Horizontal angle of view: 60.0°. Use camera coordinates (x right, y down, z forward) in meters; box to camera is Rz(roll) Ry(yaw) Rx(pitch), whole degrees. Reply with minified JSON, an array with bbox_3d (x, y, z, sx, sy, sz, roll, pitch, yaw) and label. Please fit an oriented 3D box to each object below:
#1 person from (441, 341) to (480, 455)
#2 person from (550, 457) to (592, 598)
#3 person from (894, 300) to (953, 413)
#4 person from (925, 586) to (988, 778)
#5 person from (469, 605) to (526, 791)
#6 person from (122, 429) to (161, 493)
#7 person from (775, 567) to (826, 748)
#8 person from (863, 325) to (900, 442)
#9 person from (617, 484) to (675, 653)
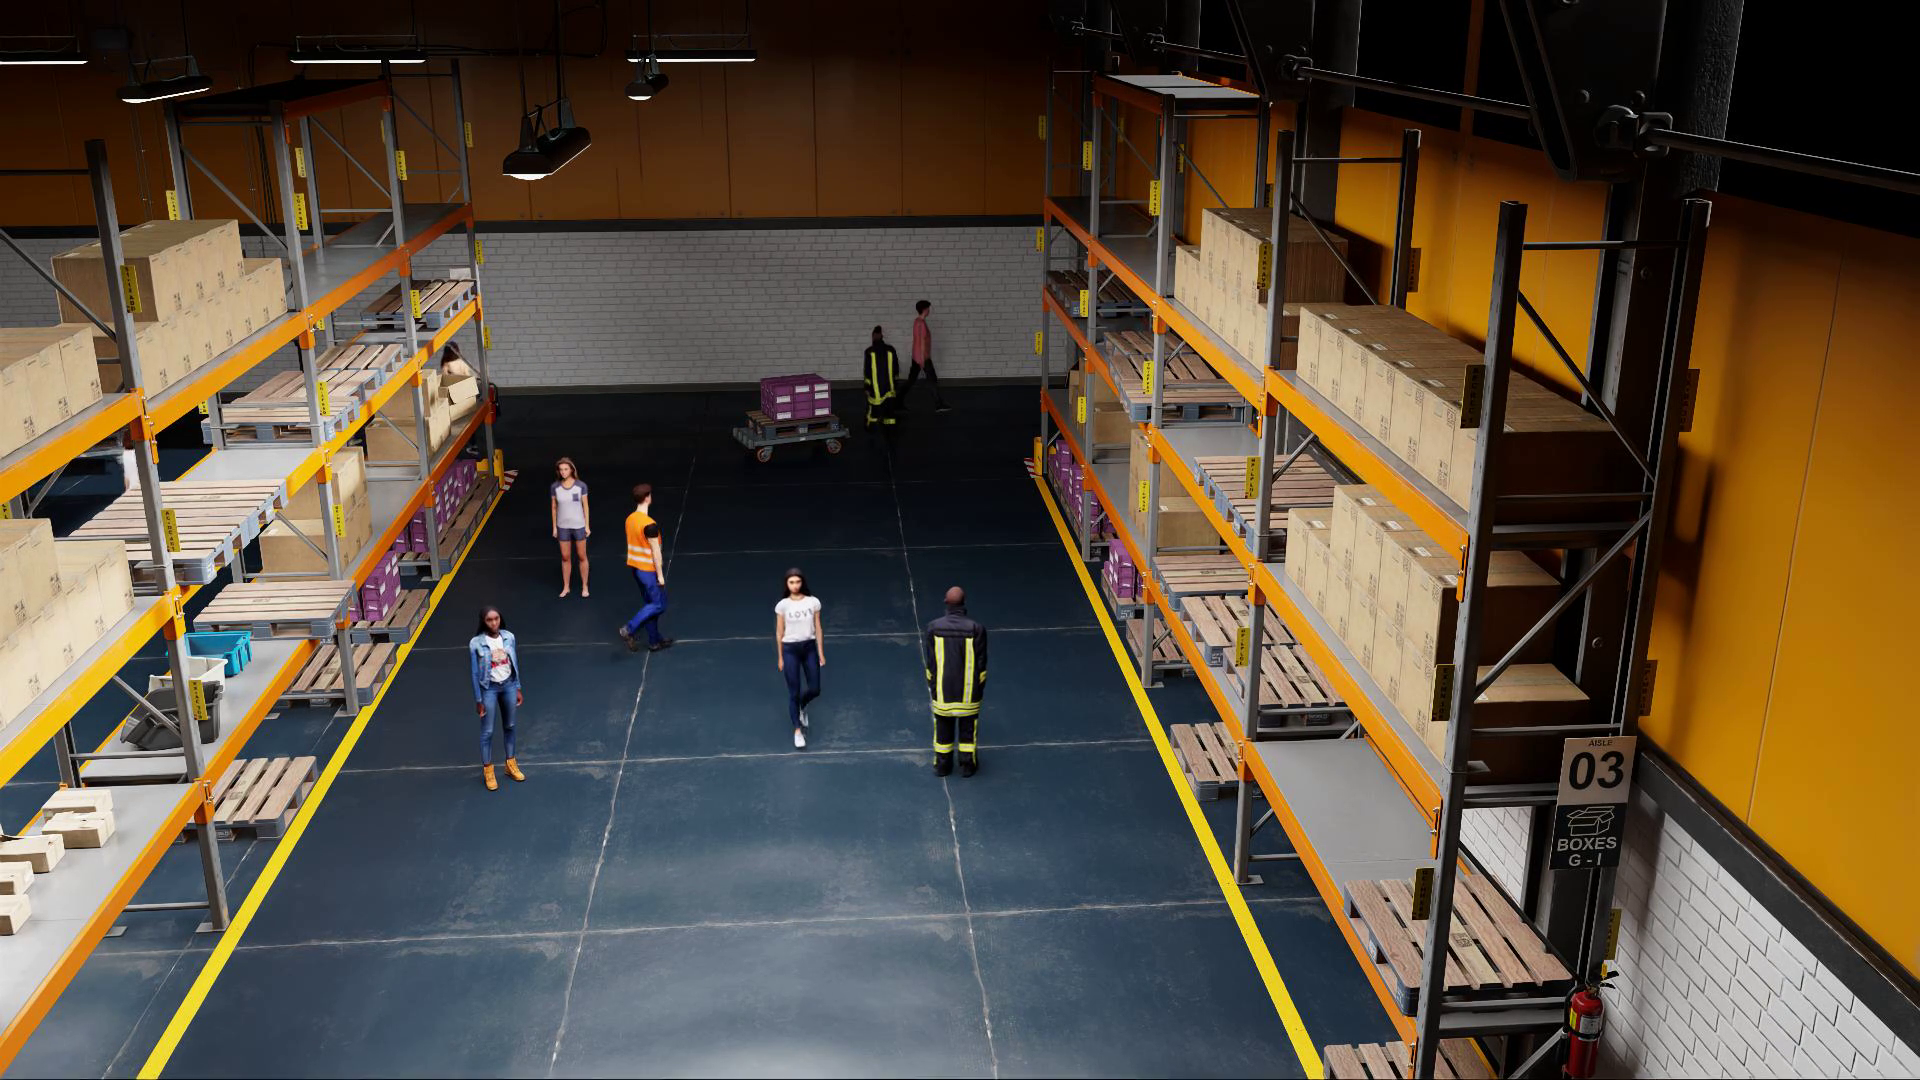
[{"bbox_3d":[-7.690,-2.149,25.639,1.185,1.711,1.145,14,23,36],"label":"person"},{"bbox_3d":[-4.599,-0.161,19.705,0.604,1.730,0.539,-1,19,-2],"label":"person"},{"bbox_3d":[-0.751,-3.032,27.956,0.989,1.905,1.265,-8,20,-22],"label":"person"},{"bbox_3d":[-0.027,1.286,15.262,0.794,1.822,0.752,3,19,9],"label":"person"},{"bbox_3d":[-4.209,1.397,15.105,0.678,1.712,0.693,-14,23,-36],"label":"person"},{"bbox_3d":[-10.185,-0.469,20.584,0.976,1.753,1.214,8,20,22],"label":"person"},{"bbox_3d":[-1.556,1.088,15.938,0.712,1.767,0.833,-6,20,-17],"label":"person"},{"bbox_3d":[-1.225,-2.443,26.325,0.982,1.828,1.218,-7,20,-19],"label":"person"},{"bbox_3d":[-3.465,0.350,17.981,1.037,1.862,1.020,-13,23,-34],"label":"person"}]
